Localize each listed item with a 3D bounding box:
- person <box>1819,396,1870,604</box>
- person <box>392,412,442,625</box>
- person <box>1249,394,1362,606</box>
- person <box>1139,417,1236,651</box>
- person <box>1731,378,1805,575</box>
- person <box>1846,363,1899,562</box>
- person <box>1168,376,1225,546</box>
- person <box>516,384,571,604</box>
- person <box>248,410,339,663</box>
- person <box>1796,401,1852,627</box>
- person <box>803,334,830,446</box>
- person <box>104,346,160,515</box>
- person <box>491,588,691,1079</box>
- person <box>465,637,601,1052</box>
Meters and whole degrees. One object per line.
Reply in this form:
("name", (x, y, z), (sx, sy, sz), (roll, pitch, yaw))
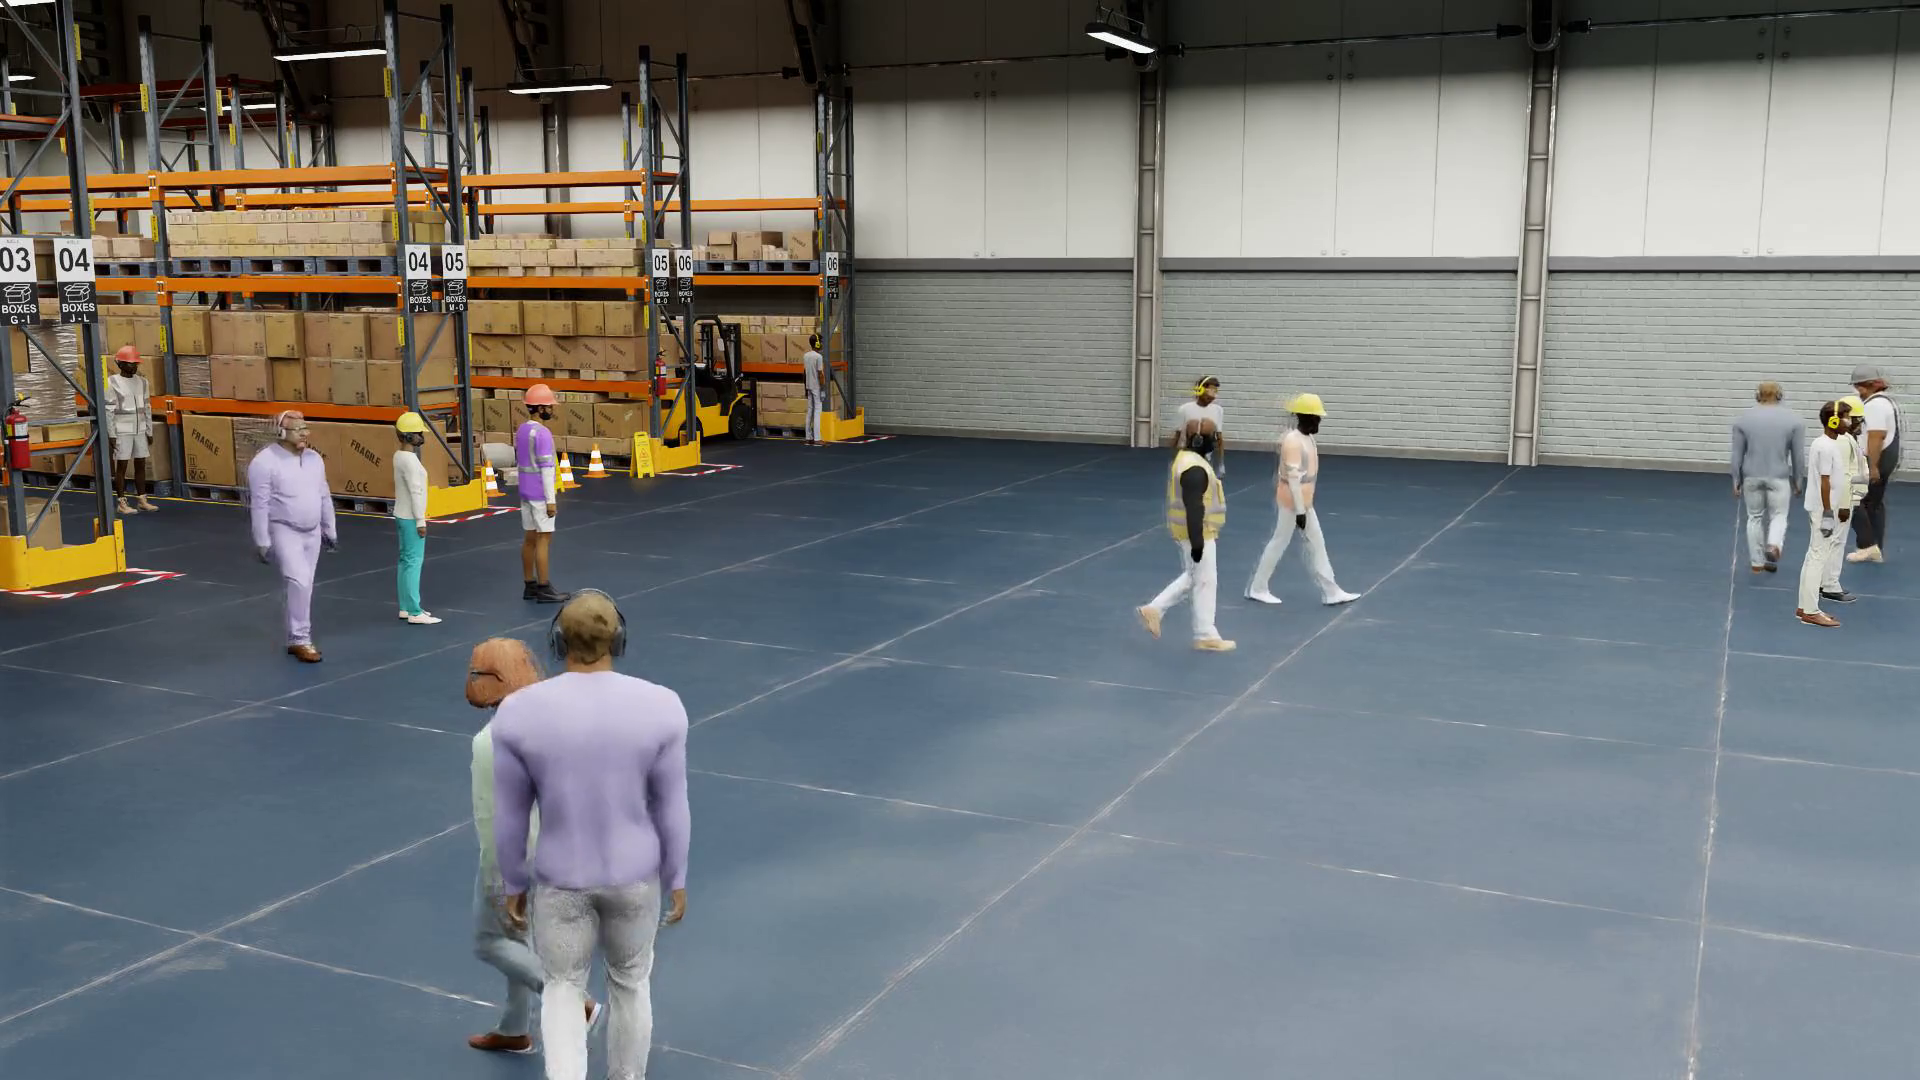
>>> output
("person", (7.833, -0.363, 14.771), (0.404, 1.833, 0.587), (3, 10, 19))
("person", (-4.549, -0.181, 13.861), (0.310, 1.768, 0.533), (-6, 11, -32))
("person", (2.995, -0.341, 14.514), (0.991, 1.869, 0.620), (5, 10, 28))
("person", (1.782, -0.045, 12.839), (0.672, 1.828, 0.637), (1, 9, 3))
("person", (7.678, -0.580, 15.874), (0.654, 1.912, 0.632), (5, 10, 27))
("person", (9.124, -0.784, 16.718), (0.543, 2.000, 0.713), (7, 11, 35))
("person", (2.513, -0.830, 17.647), (0.535, 1.827, 0.552), (-2, 10, -14))
("person", (-3.714, -0.410, 14.741), (0.378, 1.938, 0.547), (-7, 12, -38))
("person", (-4.919, -0.027, 12.523), (0.657, 1.887, 0.673), (4, 10, 23))
("person", (7.193, -0.223, 13.814), (0.329, 1.869, 0.511), (3, 10, 20))
("person", (-2.421, -2.509, 27.822), (0.309, 1.868, 0.535), (-8, 12, -40))
("person", (-9.958, -1.314, 20.005), (0.403, 2.035, 0.606), (5, 10, 26))
("person", (-1.193, 1.123, 5.427), (0.635, 1.922, 0.649), (-1, 9, -8))
("person", (-1.598, 1.156, 6.127), (0.523, 1.619, 0.504), (2, 10, 13))
